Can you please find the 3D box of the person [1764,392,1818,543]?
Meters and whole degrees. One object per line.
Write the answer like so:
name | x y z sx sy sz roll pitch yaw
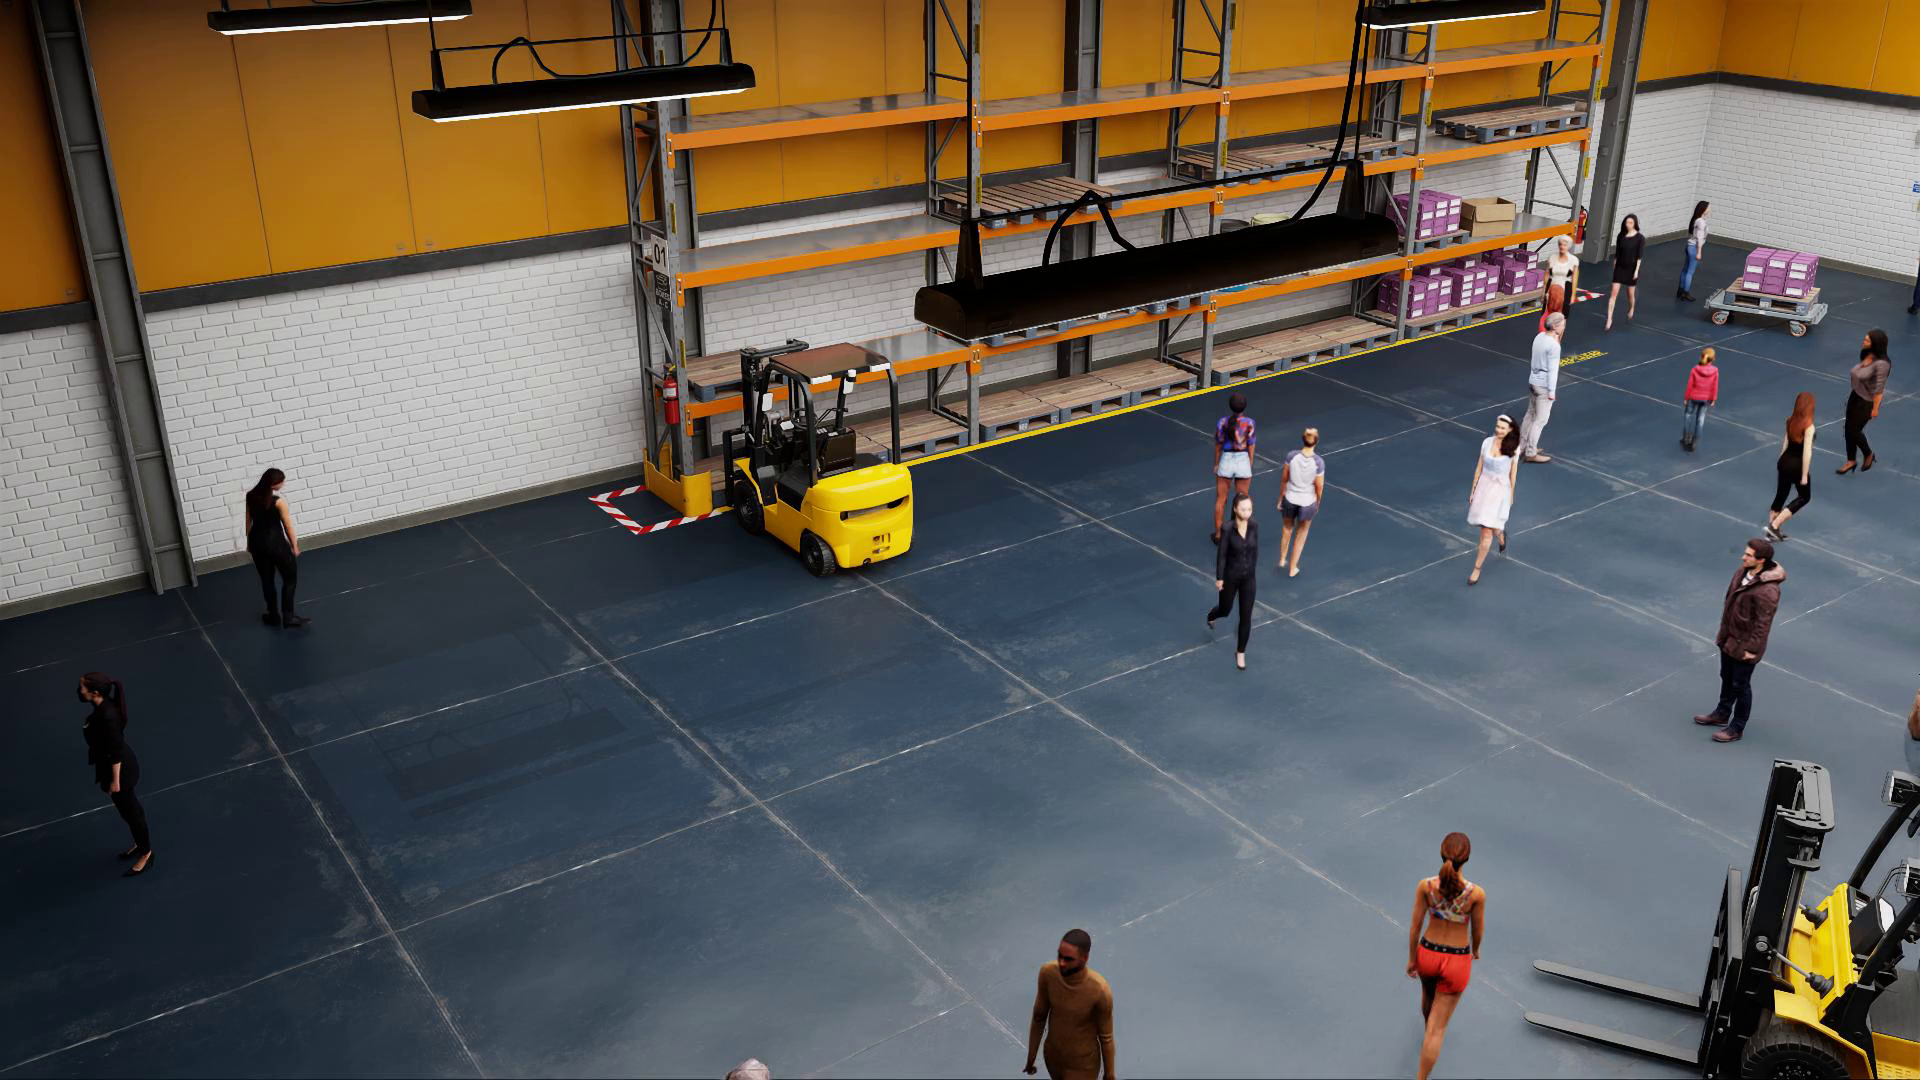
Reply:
person | 8.965 -0.766 18.060 0.775 1.718 0.717 -4 24 -10

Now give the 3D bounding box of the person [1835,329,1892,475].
person | 10.880 -1.609 19.853 0.883 1.826 0.828 0 24 -1

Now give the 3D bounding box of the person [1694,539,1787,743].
person | 6.705 0.839 14.226 0.873 1.847 0.864 -1 24 -2

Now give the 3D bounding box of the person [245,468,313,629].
person | -6.768 0.077 16.208 0.746 1.657 0.837 -4 24 -8

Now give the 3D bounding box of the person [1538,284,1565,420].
person | 7.709 -2.460 21.800 0.734 1.827 0.660 5 24 12

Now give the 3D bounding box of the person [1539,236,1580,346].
person | 8.840 -3.626 24.558 0.711 1.754 0.674 14 27 29

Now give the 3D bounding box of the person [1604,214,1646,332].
person | 10.326 -4.125 25.683 0.820 1.767 1.151 16 28 33

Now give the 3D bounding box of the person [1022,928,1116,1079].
person | 0.692 2.940 9.518 0.908 1.769 1.327 18 29 35

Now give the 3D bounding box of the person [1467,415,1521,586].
person | 5.555 -0.458 17.273 0.844 1.783 1.218 19 30 36

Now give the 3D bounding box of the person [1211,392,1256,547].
person | 2.968 -0.765 18.033 0.694 1.737 0.741 6 24 14

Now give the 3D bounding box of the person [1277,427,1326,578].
person | 3.507 -0.361 17.266 0.702 1.610 0.734 10 26 22

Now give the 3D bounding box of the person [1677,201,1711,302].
person | 12.037 -4.760 27.307 0.715 1.630 0.667 3 24 6

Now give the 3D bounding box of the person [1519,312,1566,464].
person | 7.129 -1.882 20.401 0.764 1.888 0.752 -2 24 -4

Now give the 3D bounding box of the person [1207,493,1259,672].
person | 2.549 0.354 15.532 1.005 1.691 0.831 -8 25 -18

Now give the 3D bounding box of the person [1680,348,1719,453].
person | 9.251 -1.740 20.802 0.664 1.306 0.723 8 25 17

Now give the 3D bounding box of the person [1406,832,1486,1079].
person | 2.942 2.659 10.187 0.948 1.748 1.196 11 26 24

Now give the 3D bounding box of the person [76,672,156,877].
person | -6.297 1.720 12.444 0.576 1.662 0.619 -13 27 -27
